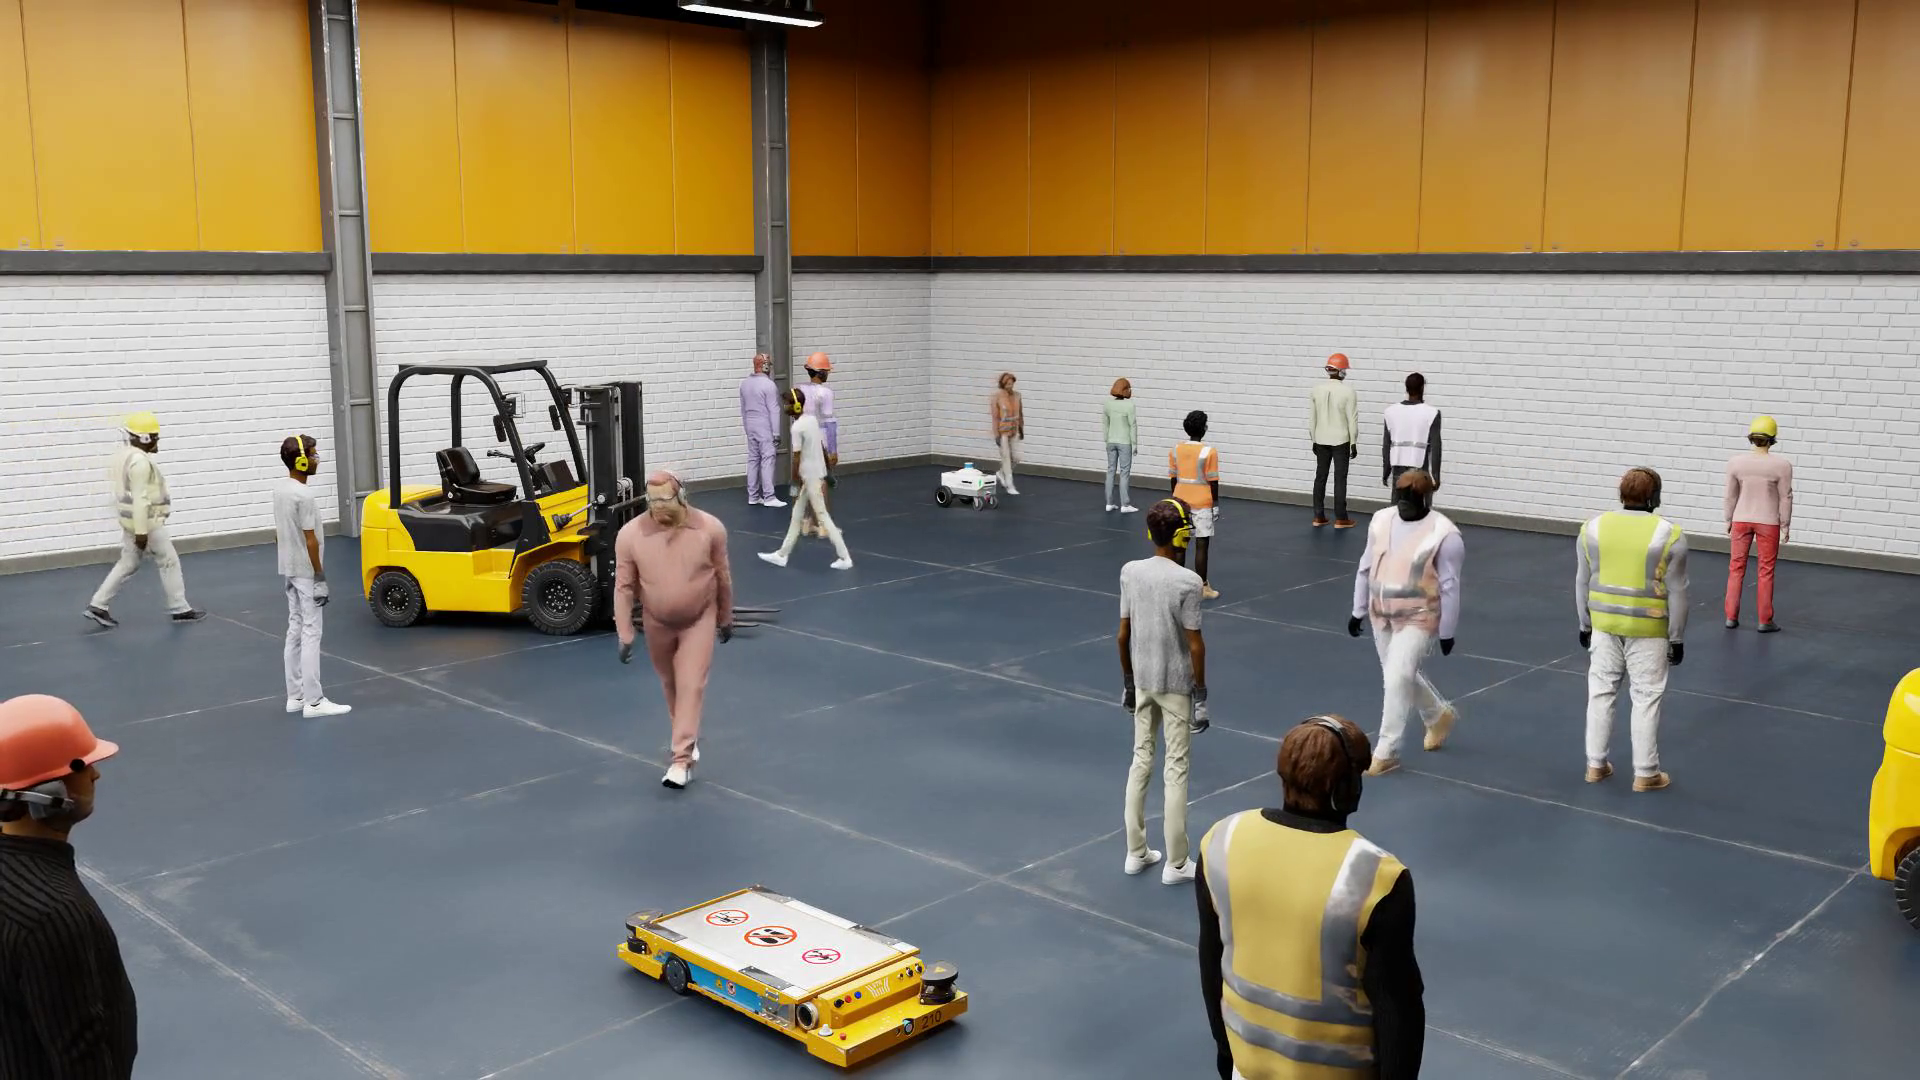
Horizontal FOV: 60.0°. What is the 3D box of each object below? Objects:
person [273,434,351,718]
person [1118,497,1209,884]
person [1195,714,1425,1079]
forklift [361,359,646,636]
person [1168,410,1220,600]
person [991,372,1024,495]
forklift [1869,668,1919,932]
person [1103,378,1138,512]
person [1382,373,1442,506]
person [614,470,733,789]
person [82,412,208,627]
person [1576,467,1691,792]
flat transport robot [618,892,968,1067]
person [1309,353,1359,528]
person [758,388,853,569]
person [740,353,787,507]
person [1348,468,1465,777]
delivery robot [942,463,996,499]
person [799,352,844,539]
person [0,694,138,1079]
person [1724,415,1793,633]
[{"bbox_3d":[-4.320,0.236,10.989,0.515,1.872,0.328,9,13,43],"label":"person"},{"bbox_3d":[0.991,0.720,8.020,0.515,1.872,0.328,9,13,43],"label":"person"},{"bbox_3d":[0.906,1.346,4.271,0.625,1.844,0.429,9,13,43],"label":"person"},{"bbox_3d":[-3.850,-0.407,13.936,2.313,2.155,1.214,2,9,11],"label":"forklift"},{"bbox_3d":[2.100,-0.313,14.874,0.536,1.700,0.318,9,13,43],"label":"person"},{"bbox_3d":[0.584,-1.397,21.787,0.544,1.619,0.488,-7,12,-38],"label":"person"},{"bbox_3d":[5.205,0.723,7.013,2.313,2.155,1.214,9,13,43],"label":"forklift"},{"bbox_3d":[1.954,-1.151,20.216,0.500,1.633,0.279,9,13,43],"label":"person"},{"bbox_3d":[4.539,-0.718,16.756,0.619,1.908,0.406,6,11,34],"label":"person"},{"bbox_3d":[-1.655,0.486,9.626,0.648,1.823,1.077,0,9,0],"label":"person"},{"bbox_3d":[-6.796,-0.162,13.703,0.899,1.791,0.597,-7,12,-38],"label":"person"},{"bbox_3d":[3.823,0.506,9.449,0.636,1.840,0.431,9,13,42],"label":"person"},{"bbox_3d":[-0.708,1.722,6.767,1.431,0.197,0.652,9,13,43],"label":"flat transport robot"},{"bbox_3d":[4.277,-1.133,19.000,0.612,1.995,0.382,9,13,43],"label":"person"},{"bbox_3d":[-1.490,-0.597,16.328,0.969,1.797,0.584,2,9,11],"label":"person"},{"bbox_3d":[-2.435,-1.359,20.658,0.641,1.908,0.407,9,13,43],"label":"person"},{"bbox_3d":[2.689,0.457,9.839,0.871,1.809,0.628,-6,11,-34],"label":"person"},{"bbox_3d":[0.111,-0.710,20.525,0.707,0.478,0.477,9,13,43],"label":"delivery robot"},{"bbox_3d":[-1.551,-1.038,18.267,0.608,2.044,0.378,9,13,43],"label":"person"},{"bbox_3d":[-2.082,1.335,3.858,0.612,1.997,0.375,9,13,43],"label":"person"},{"bbox_3d":[6.489,-0.130,13.540,0.526,1.772,0.308,9,13,43],"label":"person"}]
